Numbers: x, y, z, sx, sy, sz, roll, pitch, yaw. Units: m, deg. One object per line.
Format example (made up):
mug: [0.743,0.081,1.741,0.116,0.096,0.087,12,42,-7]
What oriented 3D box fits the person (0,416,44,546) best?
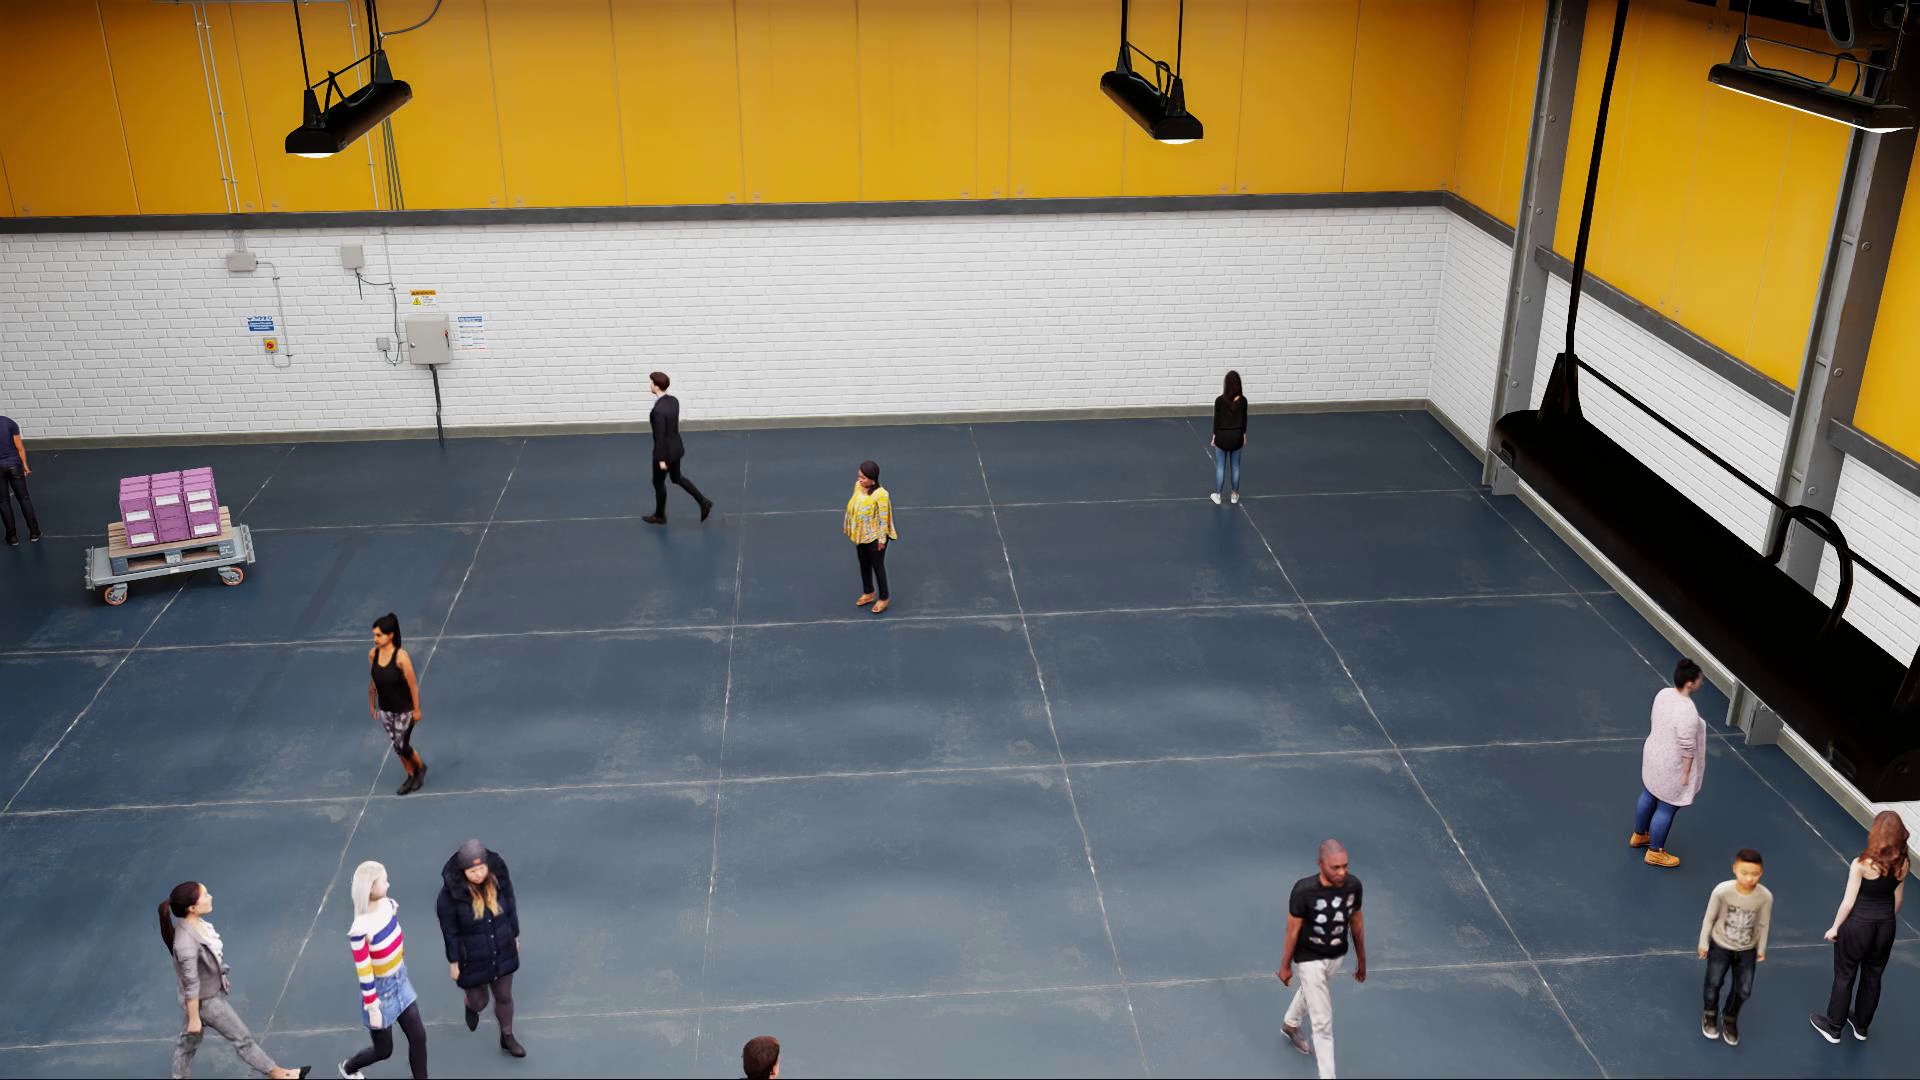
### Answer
person: [-10.775,-0.815,18.750,0.709,1.786,0.681,-13,27,-27]

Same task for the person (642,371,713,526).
person: [-3.287,-1.026,19.125,1.049,1.871,1.168,7,25,16]

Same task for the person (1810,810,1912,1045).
person: [6.030,2.575,11.048,0.579,1.743,0.509,-1,24,-3]

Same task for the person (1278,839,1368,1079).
person: [2.297,2.681,10.796,0.897,1.749,1.261,-9,25,-19]

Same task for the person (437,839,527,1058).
person: [-3.178,2.665,10.938,0.886,1.666,0.961,-21,31,-39]

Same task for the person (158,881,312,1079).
person: [-4.840,2.910,10.422,0.910,1.630,1.101,-9,25,-20]

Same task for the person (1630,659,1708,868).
person: [5.553,1.715,13.015,0.732,1.743,0.540,-2,24,-4]

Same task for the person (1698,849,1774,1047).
person: [5.185,2.676,11.175,0.649,1.455,0.630,6,24,14]

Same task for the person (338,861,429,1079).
person: [-3.674,2.839,10.420,0.987,1.763,1.110,8,25,17]

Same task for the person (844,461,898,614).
person: [-0.917,-0.056,17.181,0.940,1.651,0.873,-20,30,-38]

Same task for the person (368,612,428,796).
person: [-4.661,1.353,13.950,0.711,1.657,0.735,10,25,21]

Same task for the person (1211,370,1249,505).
person: [3.219,-1.230,19.876,0.573,1.644,0.531,0,24,0]
